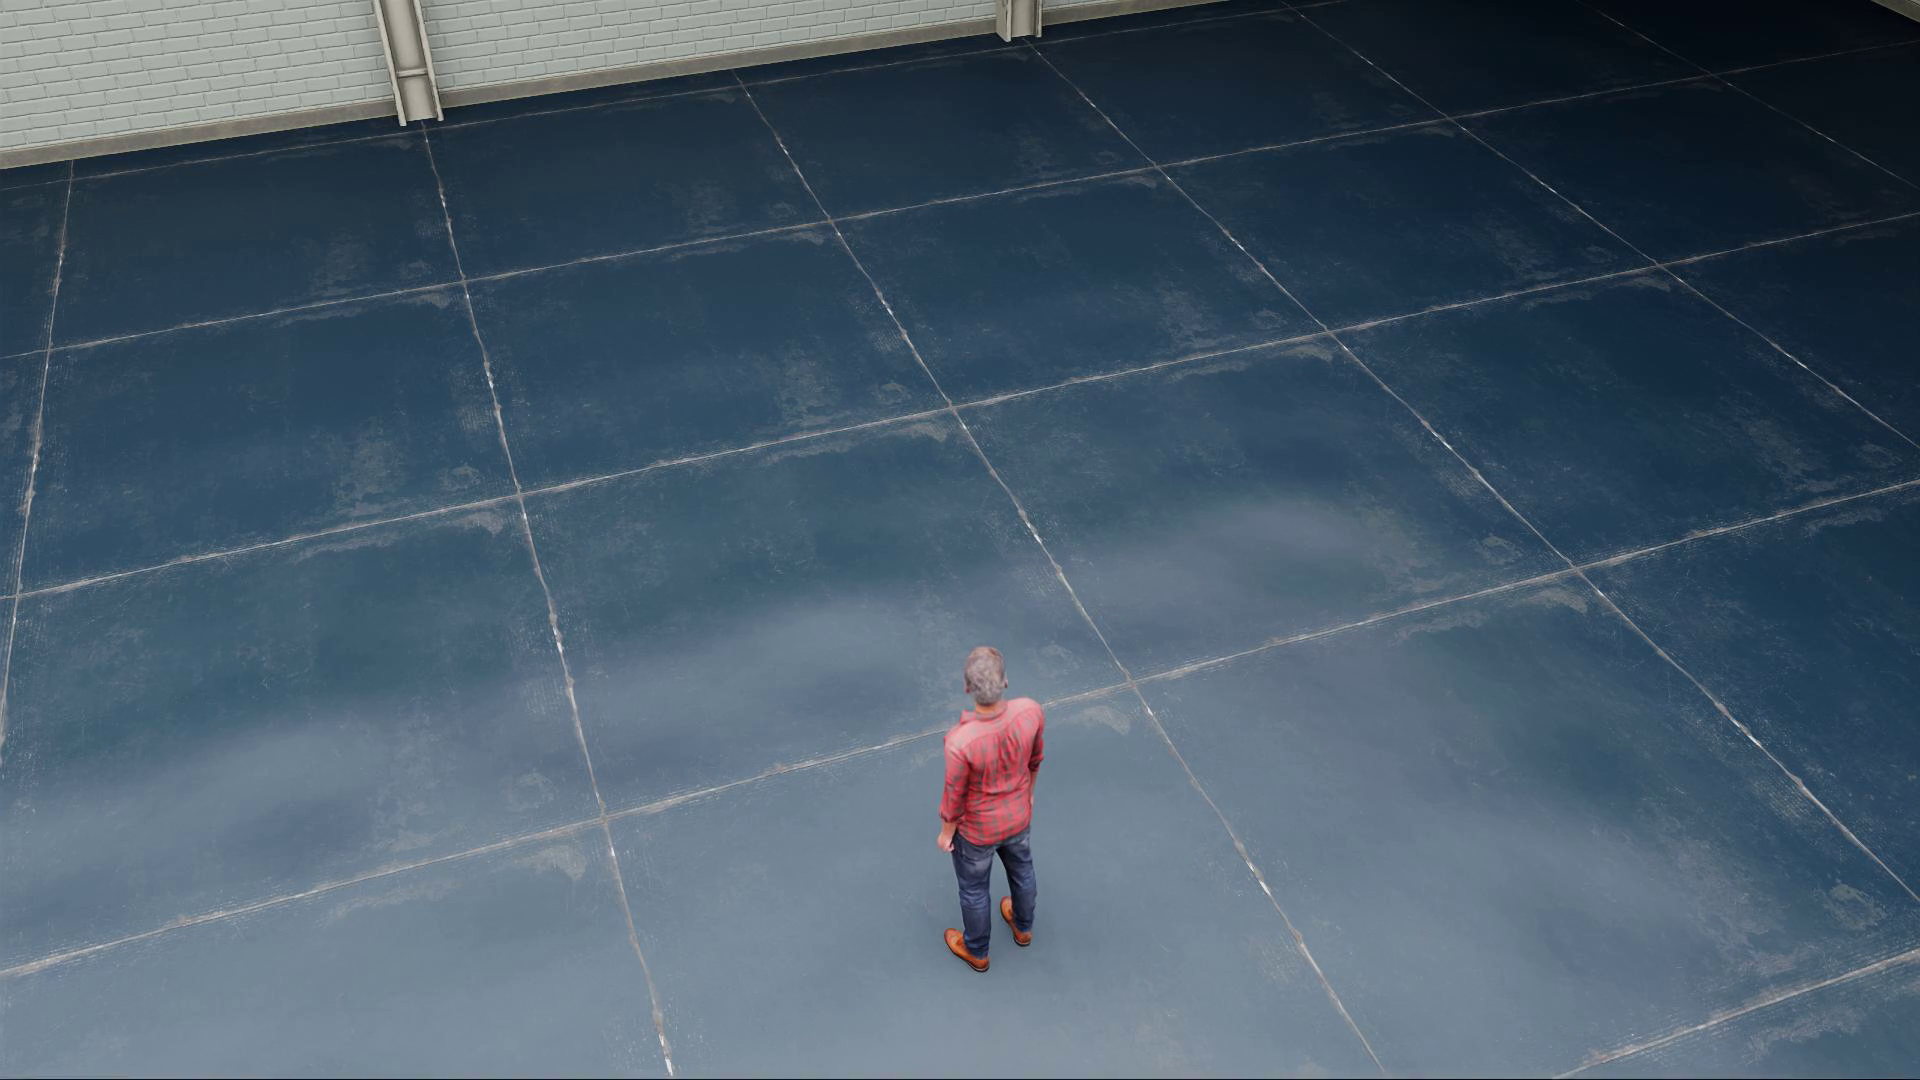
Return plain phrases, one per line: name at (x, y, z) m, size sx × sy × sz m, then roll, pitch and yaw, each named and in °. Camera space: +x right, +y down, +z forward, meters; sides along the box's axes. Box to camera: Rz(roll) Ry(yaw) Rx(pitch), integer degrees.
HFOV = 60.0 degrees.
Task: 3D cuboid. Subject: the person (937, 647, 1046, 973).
person at (0.144, 1.215, 7.423) m, size 0.568 × 1.830 × 0.789 m, roll -21°, pitch 43°, yaw -24°
